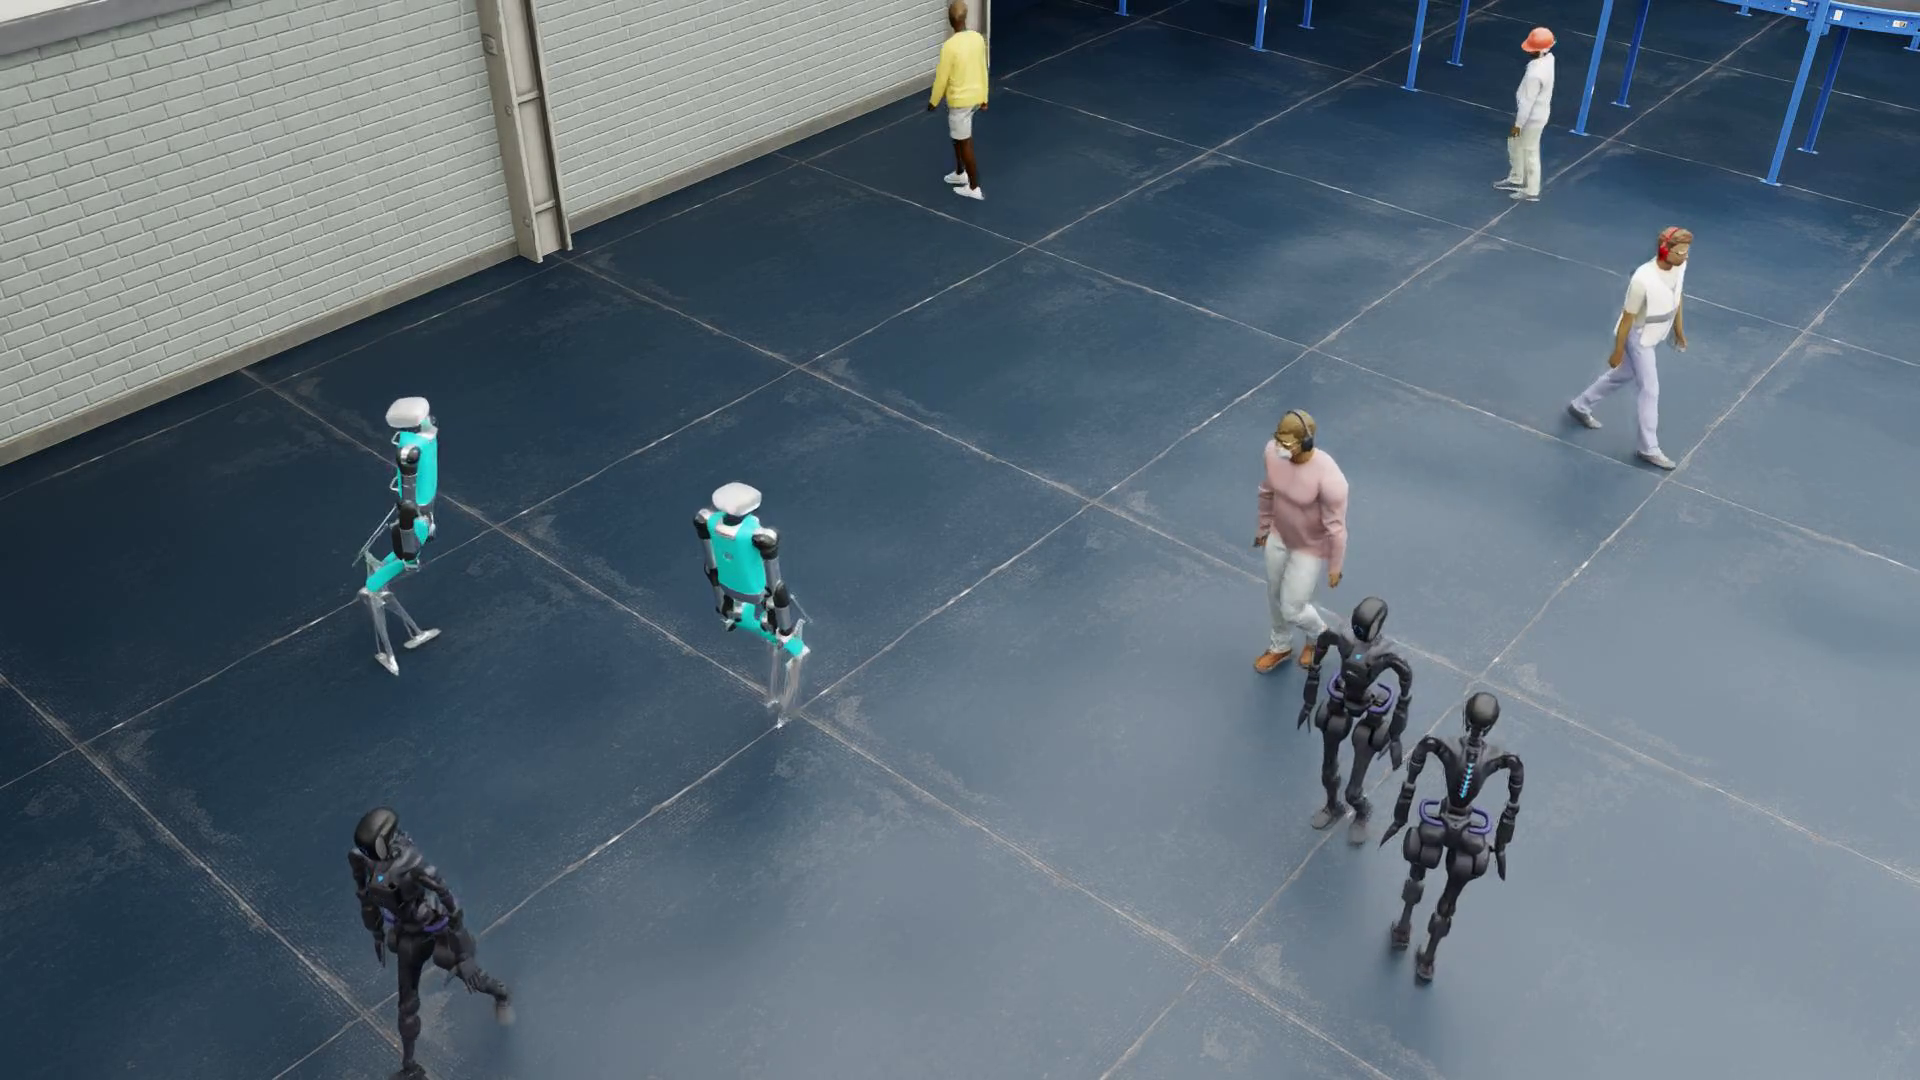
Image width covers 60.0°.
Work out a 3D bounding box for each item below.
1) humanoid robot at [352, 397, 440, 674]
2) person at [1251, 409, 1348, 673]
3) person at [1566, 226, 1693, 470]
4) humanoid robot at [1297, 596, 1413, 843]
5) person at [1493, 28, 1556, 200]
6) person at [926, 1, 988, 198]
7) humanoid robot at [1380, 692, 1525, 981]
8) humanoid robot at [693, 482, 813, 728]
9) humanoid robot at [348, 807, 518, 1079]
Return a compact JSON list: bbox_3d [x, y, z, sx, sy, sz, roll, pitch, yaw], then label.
[{"bbox_3d":[-3.502,-0.031,10.172,0.826,1.783,0.624,-1,35,-1],"label":"humanoid robot"},{"bbox_3d":[2.013,0.032,9.925,0.484,1.909,0.677,-22,41,-28],"label":"person"},{"bbox_3d":[4.985,-1.471,12.133,0.941,1.799,0.568,29,45,34],"label":"person"},{"bbox_3d":[2.094,0.941,8.857,0.608,1.643,0.333,21,40,26],"label":"humanoid robot"},{"bbox_3d":[5.416,-4.043,15.816,0.520,1.716,0.590,12,37,16],"label":"person"},{"bbox_3d":[-0.040,-4.216,15.927,0.702,1.871,0.532,24,42,29],"label":"person"},{"bbox_3d":[2.385,1.457,8.136,0.613,1.633,0.452,9,36,13],"label":"humanoid robot"},{"bbox_3d":[-1.110,0.375,9.624,0.540,1.830,0.663,18,39,23],"label":"humanoid robot"},{"bbox_3d":[-2.461,1.828,7.650,0.586,1.622,0.798,12,37,17],"label":"humanoid robot"}]
